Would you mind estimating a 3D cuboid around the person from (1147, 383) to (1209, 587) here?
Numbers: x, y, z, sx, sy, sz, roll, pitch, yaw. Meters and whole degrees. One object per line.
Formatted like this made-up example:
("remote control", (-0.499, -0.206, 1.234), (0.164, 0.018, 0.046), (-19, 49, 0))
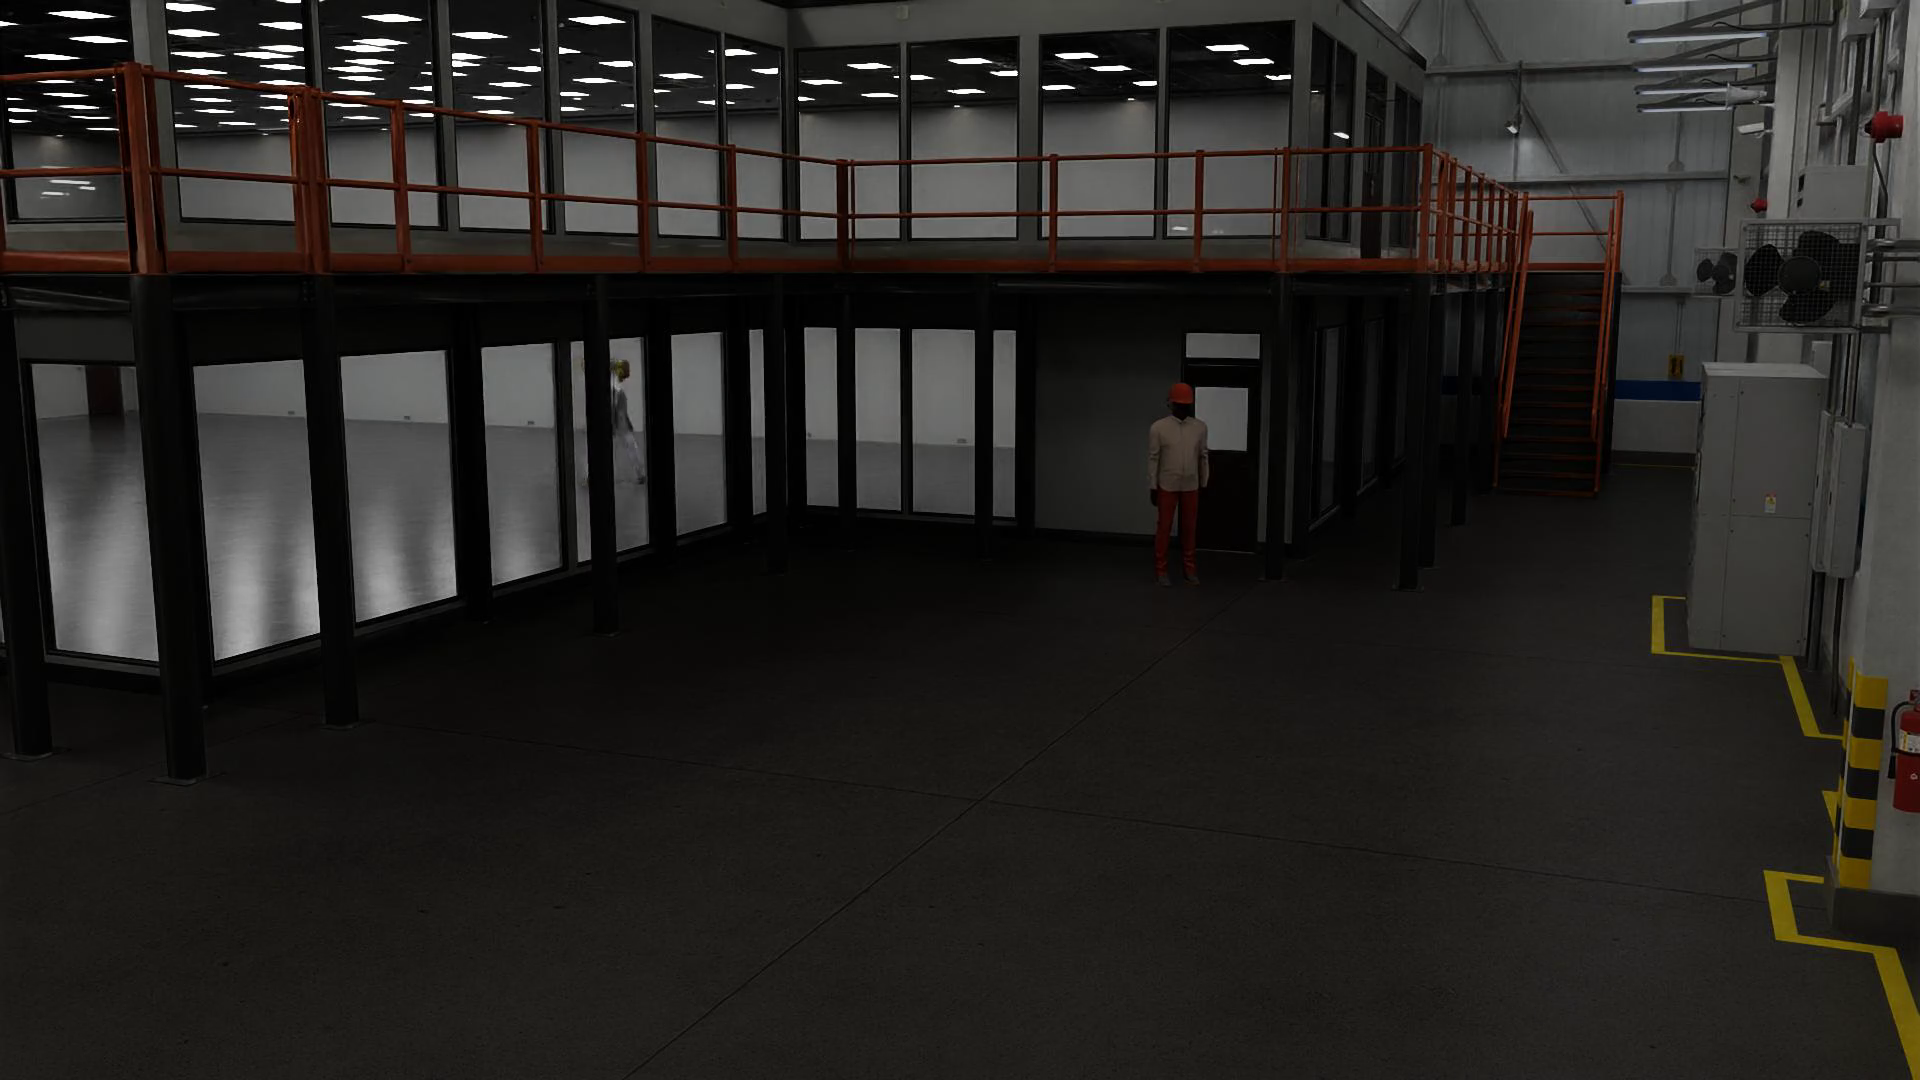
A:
("person", (2.119, -0.528, 16.085), (0.615, 1.986, 0.405), (-2, 9, -13))
